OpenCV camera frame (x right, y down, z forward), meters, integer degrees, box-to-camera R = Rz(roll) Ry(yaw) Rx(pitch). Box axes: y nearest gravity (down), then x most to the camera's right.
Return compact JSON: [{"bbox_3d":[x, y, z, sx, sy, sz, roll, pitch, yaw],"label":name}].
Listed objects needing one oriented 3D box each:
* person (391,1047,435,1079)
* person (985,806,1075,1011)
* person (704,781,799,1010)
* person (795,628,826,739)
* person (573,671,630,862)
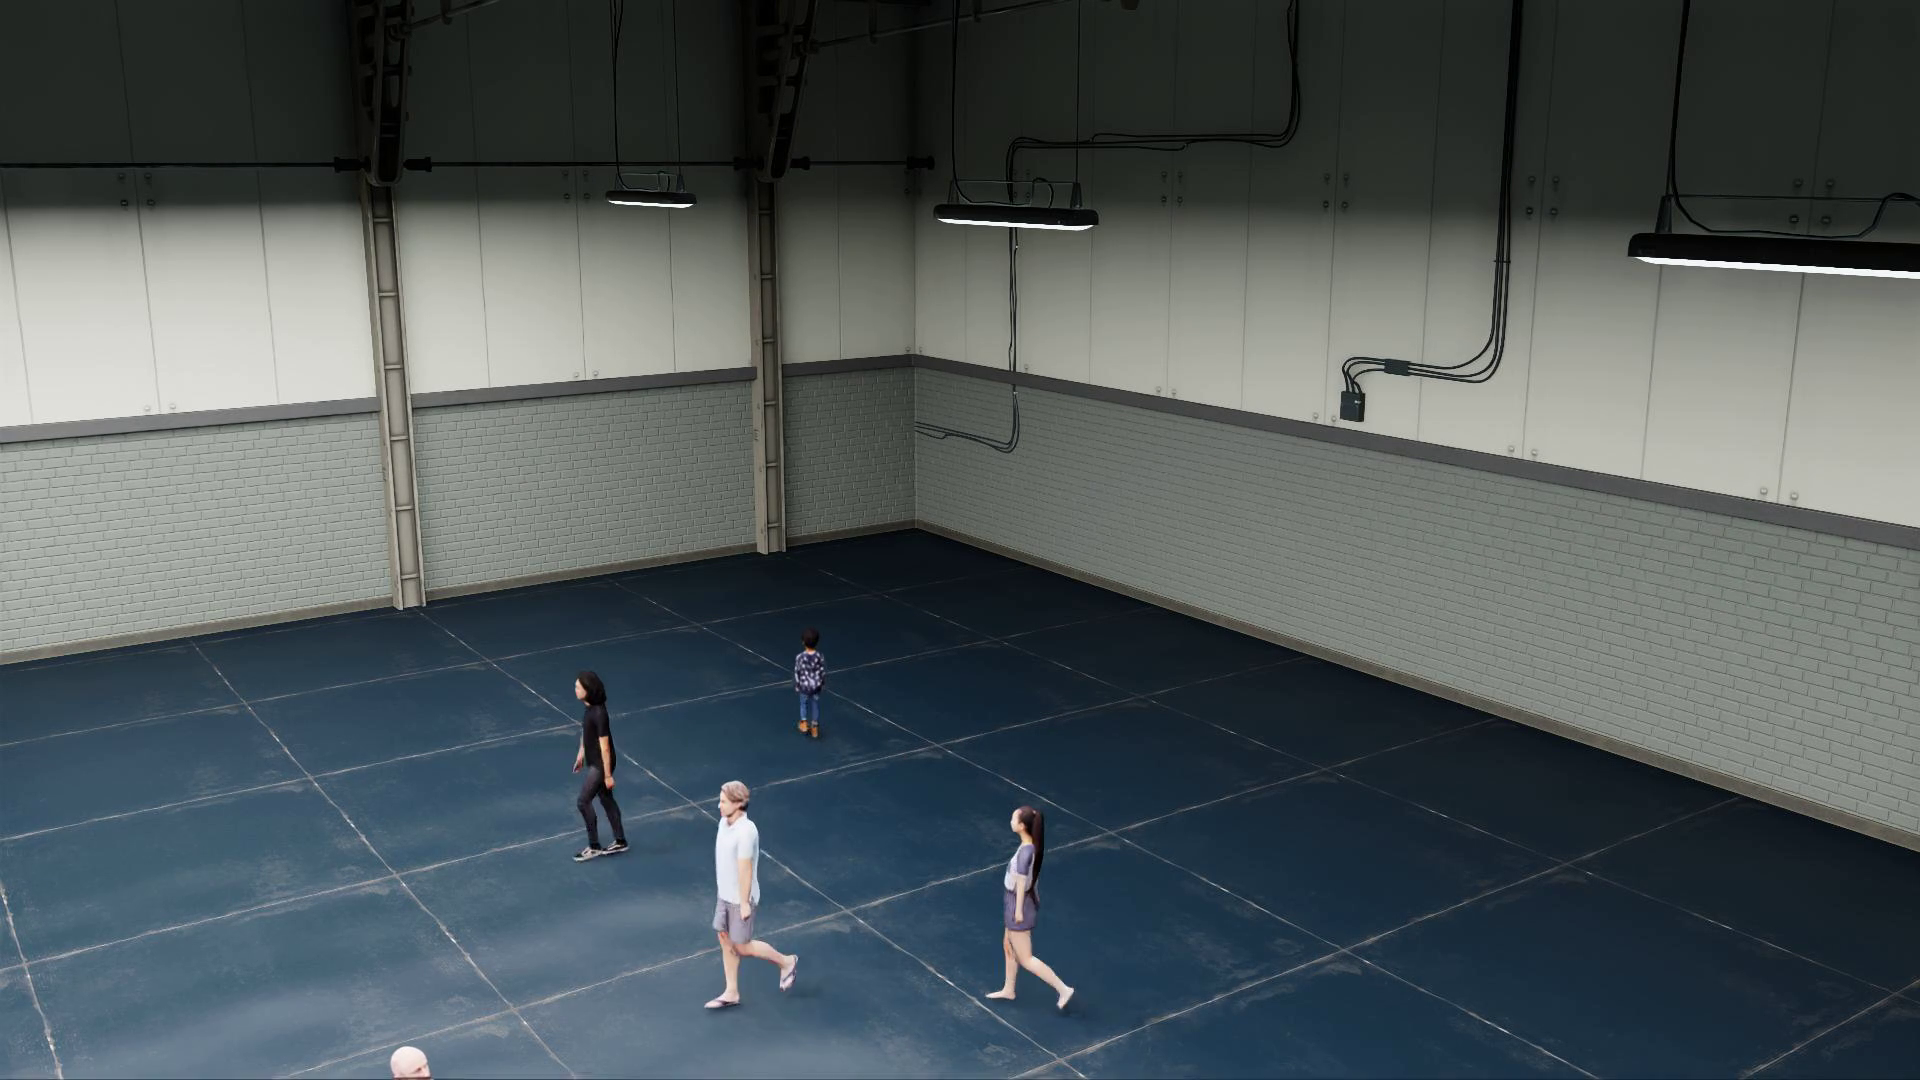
[{"bbox_3d":[-2.949,3.570,8.990,0.826,1.836,0.721,5,14,20],"label":"person"},{"bbox_3d":[0.560,2.823,12.679,0.998,1.627,0.973,4,13,15],"label":"person"},{"bbox_3d":[-1.614,2.716,12.728,0.968,1.813,0.684,-8,15,-30],"label":"person"},{"bbox_3d":[-1.680,1.621,18.741,0.660,1.235,0.679,-3,13,-15],"label":"person"},{"bbox_3d":[-3.269,2.073,15.498,0.854,1.816,0.779,-4,14,-15],"label":"person"}]
